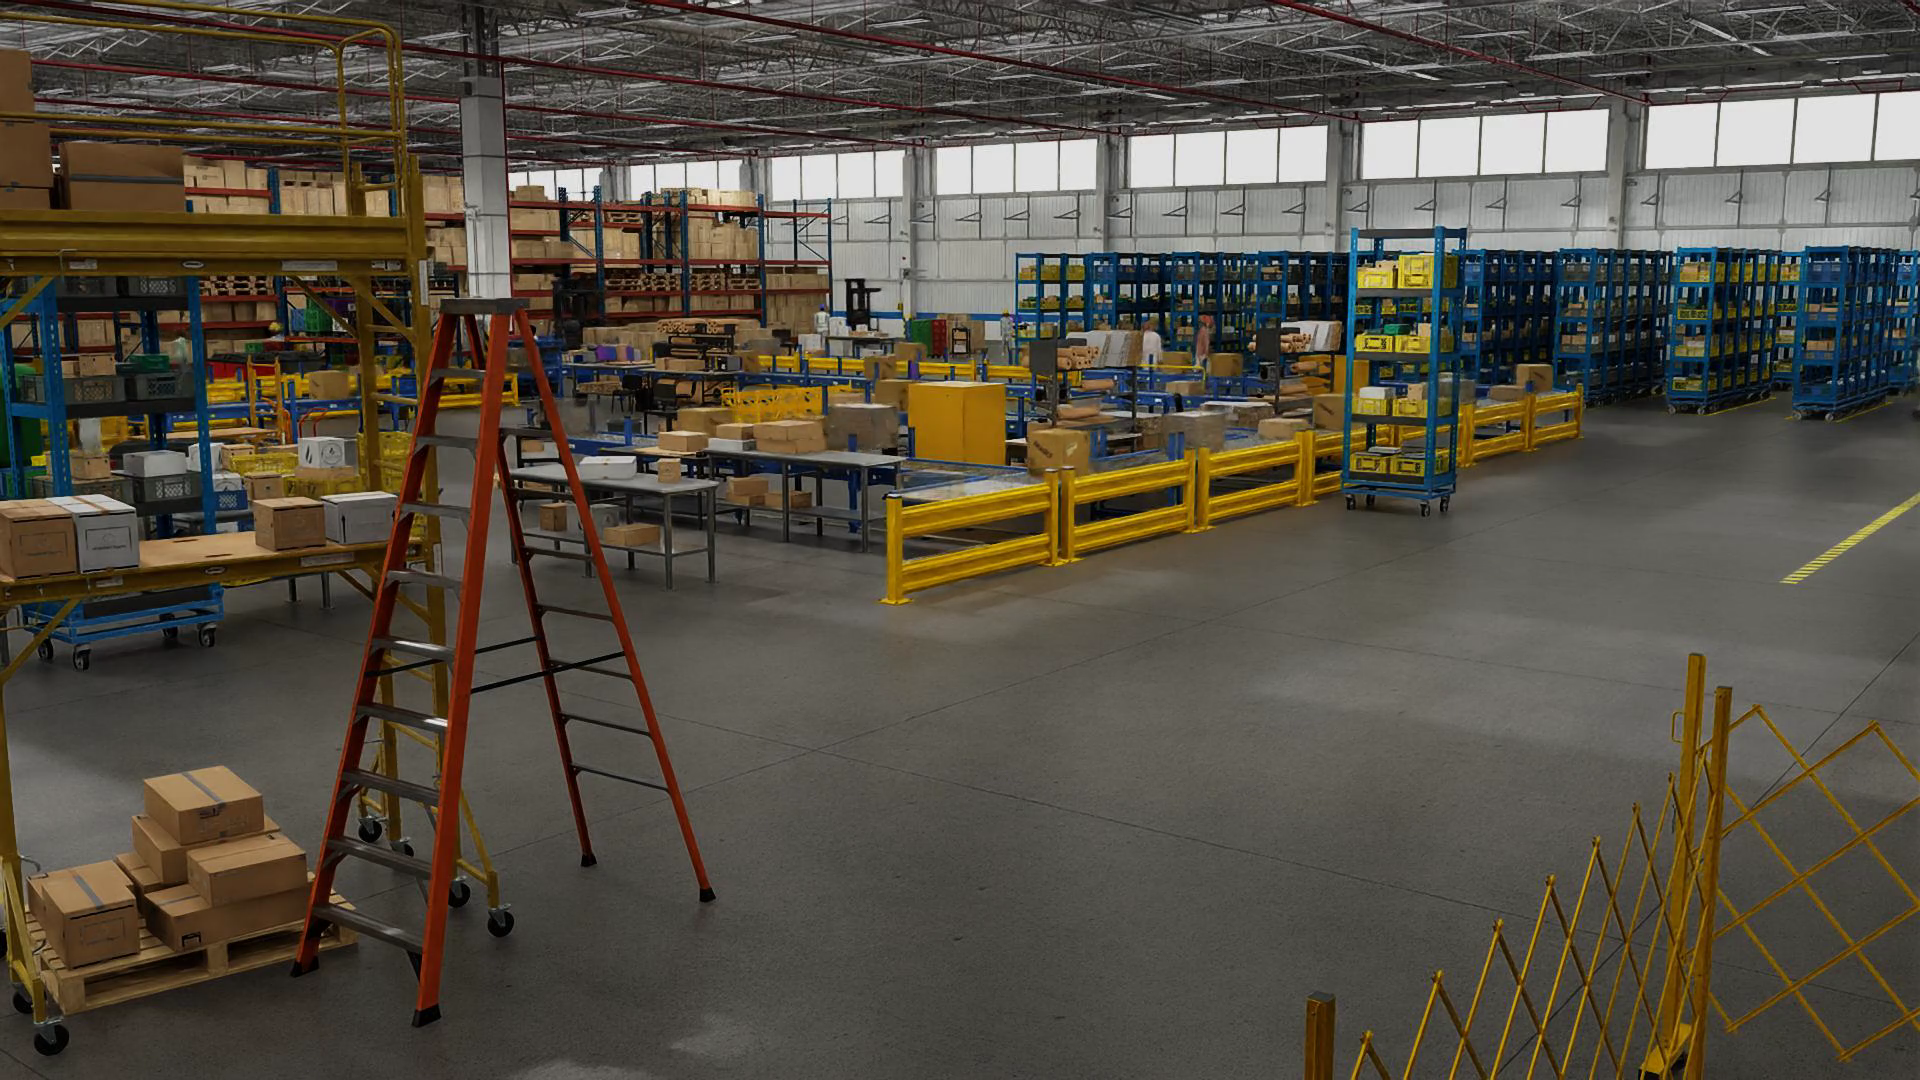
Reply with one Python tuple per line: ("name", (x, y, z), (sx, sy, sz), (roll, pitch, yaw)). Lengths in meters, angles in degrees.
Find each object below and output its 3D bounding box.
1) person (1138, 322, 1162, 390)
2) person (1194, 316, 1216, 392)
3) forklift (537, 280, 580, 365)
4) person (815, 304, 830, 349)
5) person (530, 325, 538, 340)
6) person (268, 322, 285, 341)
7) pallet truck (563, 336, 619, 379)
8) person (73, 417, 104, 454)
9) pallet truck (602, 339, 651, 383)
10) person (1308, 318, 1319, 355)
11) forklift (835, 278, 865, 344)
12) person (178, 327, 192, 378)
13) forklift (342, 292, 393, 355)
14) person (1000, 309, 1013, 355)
("person", (4.569, -4.392, 40.623), (0.675, 1.857, 0.880), (-2, 9, -10))
("person", (6.260, -4.744, 42.578), (0.680, 1.957, 0.622), (-2, 9, -11))
("forklift", (-12.528, -6.875, 52.937), (1.873, 2.768, 1.129), (7, 11, 37))
("person", (-5.117, -7.834, 61.992), (0.596, 1.908, 1.004), (1, 9, 9))
("person", (-11.241, -4.835, 43.943), (0.324, 1.689, 0.545), (-4, 10, -24))
("person", (-17.223, -4.580, 41.946), (0.594, 1.818, 0.421), (7, 12, 38))
("pallet truck", (-10.690, -5.294, 48.215), (1.601, 1.201, 0.680), (-5, 10, -26))
("person", (-11.099, -1.237, 21.076), (1.043, 1.809, 0.490), (4, 10, 22))
("pallet truck", (-8.991, -4.871, 45.351), (0.653, 1.274, 1.630), (7, 11, 37))
("person", (9.988, -5.314, 46.567), (0.586, 1.803, 0.965), (8, 12, 42))
("forklift", (-4.453, -9.665, 70.352), (1.873, 2.768, 1.129), (7, 11, 37))
("person", (-20.461, -4.805, 43.935), (0.493, 1.613, 0.535), (-6, 11, -35))
("forklift", (-16.485, -5.622, 45.120), (1.129, 2.768, 1.873), (7, 11, 37))
("person", (1.722, -7.729, 61.846), (0.480, 1.732, 0.352), (1, 9, 8))
